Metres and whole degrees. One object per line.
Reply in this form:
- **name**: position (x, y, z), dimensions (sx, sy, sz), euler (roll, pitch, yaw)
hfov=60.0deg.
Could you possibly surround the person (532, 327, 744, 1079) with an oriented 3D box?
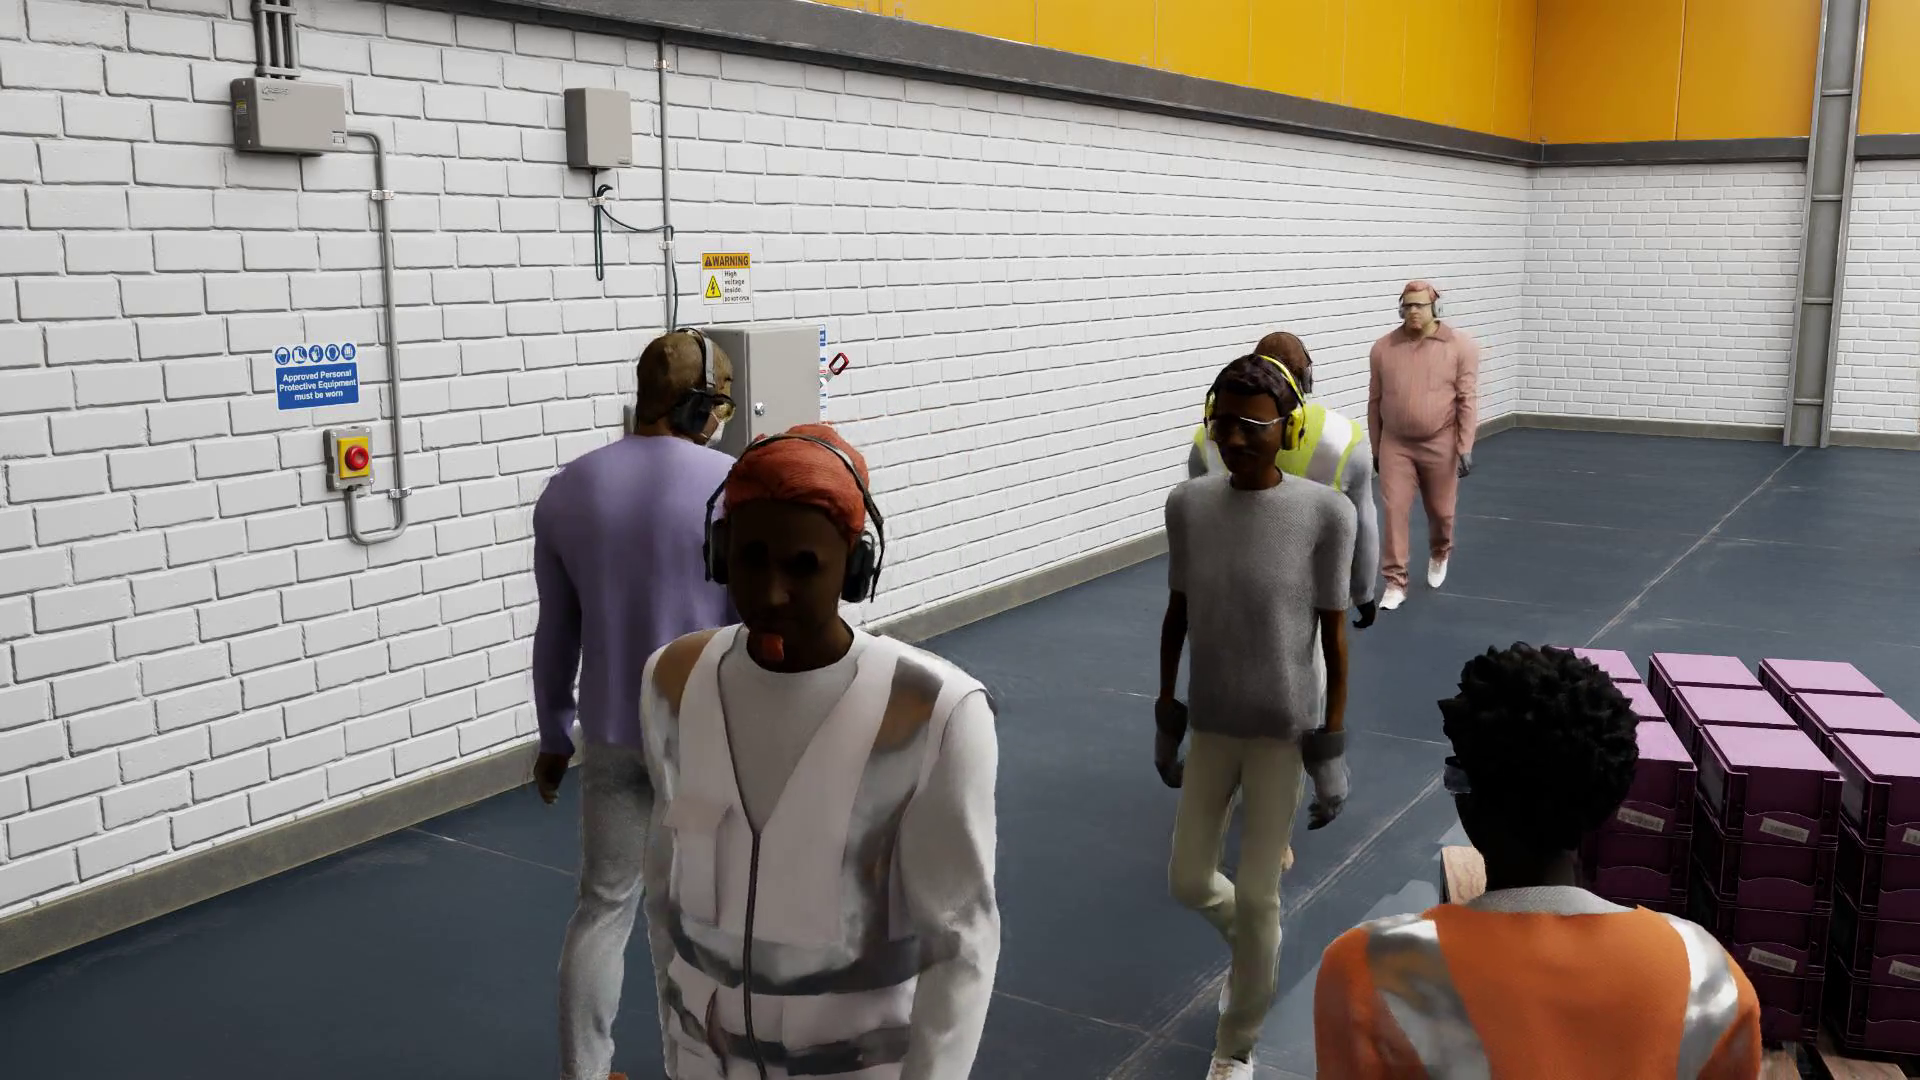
- **person**: position (-0.688, 0.464, 3.900), dimensions (0.652, 1.900, 0.653), euler (4, 11, 19)

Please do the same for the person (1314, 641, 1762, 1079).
- **person**: position (0.668, 0.966, 1.812), dimensions (0.540, 1.649, 0.636), euler (-2, 11, -13)

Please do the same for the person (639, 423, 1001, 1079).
- **person**: position (-0.205, 0.763, 2.341), dimensions (0.597, 1.859, 0.631), euler (4, 11, 23)

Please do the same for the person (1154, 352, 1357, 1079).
- **person**: position (0.728, 0.461, 4.074), dimensions (0.523, 1.845, 0.559), euler (6, 12, 31)

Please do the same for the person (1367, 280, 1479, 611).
- **person**: position (2.689, -0.572, 9.691), dimensions (0.637, 1.884, 0.850), euler (5, 11, 24)

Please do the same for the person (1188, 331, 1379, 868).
- **person**: position (1.095, 0.187, 5.739), dimensions (0.626, 1.800, 0.922), euler (5, 11, 26)
